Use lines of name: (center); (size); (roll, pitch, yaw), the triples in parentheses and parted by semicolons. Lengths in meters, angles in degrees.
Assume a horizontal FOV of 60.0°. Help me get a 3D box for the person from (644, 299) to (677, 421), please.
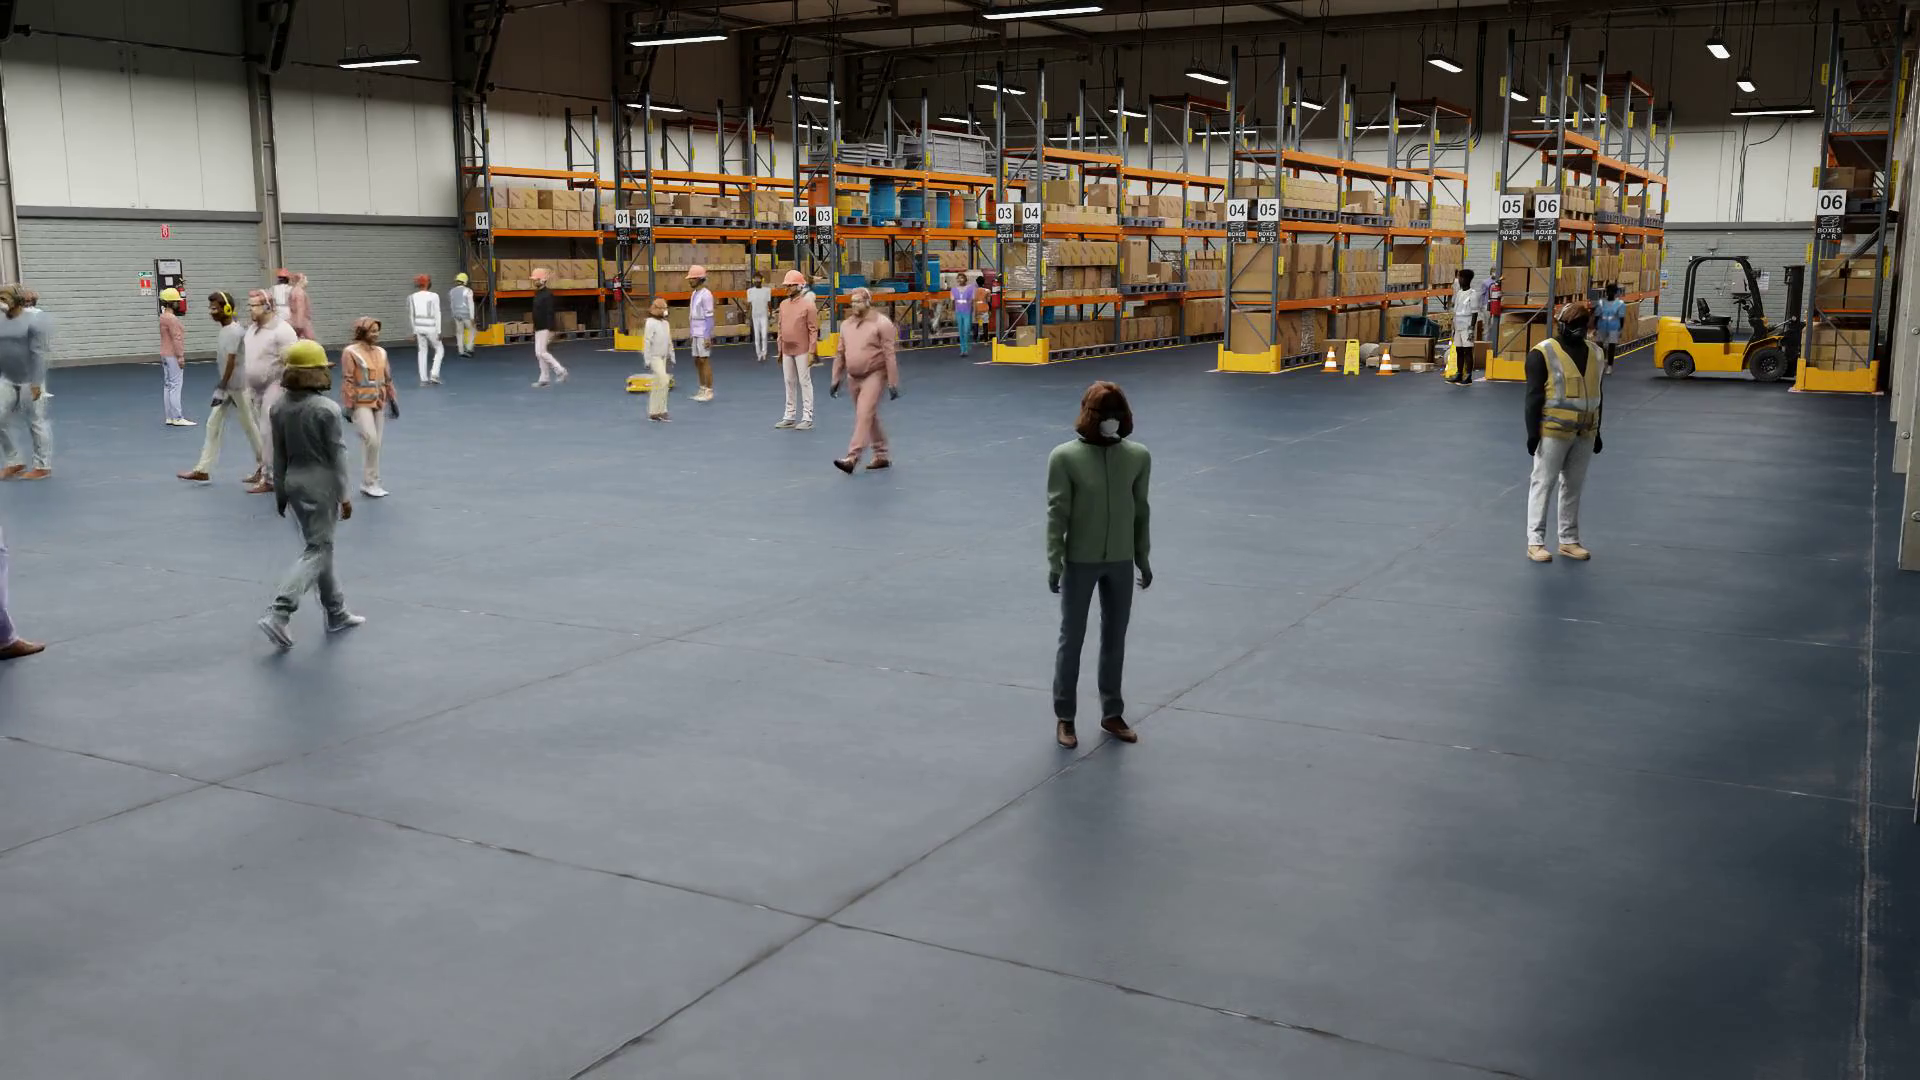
person: (-3.884, -2.358, 21.862); (0.584, 1.610, 0.530); (3, 10, 20)

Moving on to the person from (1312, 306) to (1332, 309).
person: (9.905, -6.489, 45.416); (0.576, 1.830, 0.980); (6, 12, 33)

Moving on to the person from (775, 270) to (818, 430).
person: (-2.067, -2.386, 20.941); (0.609, 1.996, 0.379); (7, 12, 35)

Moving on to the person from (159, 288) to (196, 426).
person: (-10.090, -2.345, 21.372); (0.315, 1.769, 0.525); (-9, 13, -42)

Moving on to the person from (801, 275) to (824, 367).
person: (-3.020, -4.267, 32.477); (0.520, 1.821, 0.770); (8, 13, 39)

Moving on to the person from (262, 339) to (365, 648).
person: (-3.696, -0.271, 9.386); (0.489, 1.716, 0.805); (4, 11, 23)

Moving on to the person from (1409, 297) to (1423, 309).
person: (13.289, -6.937, 48.254); (0.940, 1.784, 0.687); (-2, 10, -9)

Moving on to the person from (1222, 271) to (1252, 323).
person: (5.810, -4.712, 34.866); (0.644, 1.900, 0.999); (4, 11, 24)

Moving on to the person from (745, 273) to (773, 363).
person: (-4.090, -4.497, 33.779); (0.562, 1.819, 0.936); (-1, 10, -3)

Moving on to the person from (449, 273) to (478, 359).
person: (-10.501, -4.752, 35.304); (0.625, 1.815, 0.515); (4, 10, 22)

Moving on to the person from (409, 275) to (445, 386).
person: (-8.919, -3.506, 27.894); (0.593, 1.865, 0.512); (3, 10, 16)

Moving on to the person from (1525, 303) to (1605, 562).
person: (4.335, -0.765, 11.900); (0.633, 1.841, 0.429); (-3, 10, -17)

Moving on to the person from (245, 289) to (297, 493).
person: (-6.366, -1.399, 15.542); (0.647, 1.879, 0.810); (7, 12, 35)

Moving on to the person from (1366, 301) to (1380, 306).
person: (11.311, -6.516, 45.390); (0.643, 1.901, 0.581); (-7, 12, -36)

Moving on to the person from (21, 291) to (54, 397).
person: (-14.317, -3.013, 25.679); (0.515, 1.637, 0.313); (4, 11, 24)

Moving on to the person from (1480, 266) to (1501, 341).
person: (13.048, -5.730, 40.685); (0.635, 1.937, 0.353); (5, 11, 27)

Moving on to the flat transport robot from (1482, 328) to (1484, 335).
flat transport robot: (14.086, -5.813, 46.045); (0.652, 0.197, 1.431); (2, 10, 9)

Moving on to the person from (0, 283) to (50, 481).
person: (-9.097, -1.506, 16.028); (0.630, 1.921, 0.594); (2, 10, 11)

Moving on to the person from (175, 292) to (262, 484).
person: (-7.015, -1.416, 15.753); (0.940, 1.823, 0.504); (-10, 14, -44)

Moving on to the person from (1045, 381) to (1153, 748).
person: (0.620, 0.107, 7.407); (0.507, 1.630, 0.268); (-3, 10, -19)

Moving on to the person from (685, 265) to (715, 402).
person: (-3.860, -3.076, 24.929); (0.422, 2.037, 0.666); (-5, 11, -29)

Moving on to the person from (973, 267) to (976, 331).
person: (0.348, -6.984, 48.209); (0.535, 1.889, 1.014); (1, 10, 3)

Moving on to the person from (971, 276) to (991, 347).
person: (0.498, -5.485, 39.951); (0.537, 1.700, 0.317); (1, 10, 5)

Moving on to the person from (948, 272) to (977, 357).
person: (0.028, -4.842, 35.819); (0.610, 1.817, 0.753); (3, 10, 19)

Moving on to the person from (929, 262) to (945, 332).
person: (-0.676, -6.952, 47.614); (0.633, 2.016, 0.525); (0, 10, 1)

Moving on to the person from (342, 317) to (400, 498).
person: (-5.268, -1.193, 15.000); (0.479, 1.624, 0.548); (4, 10, 21)

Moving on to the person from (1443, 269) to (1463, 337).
person: (13.167, -6.321, 44.390); (0.510, 1.860, 0.333); (2, 10, 11)

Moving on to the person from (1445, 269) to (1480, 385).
person: (8.513, -3.595, 28.101); (0.367, 1.967, 0.604); (-3, 10, -15)

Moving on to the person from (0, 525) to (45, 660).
person: (-5.345, -0.229, 8.669); (0.649, 1.873, 0.897); (4, 11, 23)

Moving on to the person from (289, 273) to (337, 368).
person: (-12.466, -4.144, 31.635); (0.984, 1.849, 0.671); (-7, 12, -35)

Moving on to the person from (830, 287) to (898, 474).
person: (-1.018, -1.598, 16.727); (0.676, 1.850, 0.999); (8, 12, 38)

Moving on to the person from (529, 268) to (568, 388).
person: (-6.888, -3.511, 27.575); (0.496, 1.978, 0.620); (-6, 11, -30)

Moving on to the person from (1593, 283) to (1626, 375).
person: (11.858, -3.852, 30.417); (0.555, 1.679, 0.457); (6, 11, 29)

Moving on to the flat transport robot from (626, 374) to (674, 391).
flat transport robot: (-5.031, -2.566, 27.034); (0.652, 0.197, 1.431); (-1, 10, -5)

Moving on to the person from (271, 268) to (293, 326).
person: (-13.828, -4.617, 34.230); (0.568, 1.913, 0.702); (3, 10, 15)

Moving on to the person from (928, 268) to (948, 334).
person: (-0.644, -6.527, 45.452); (0.596, 1.906, 0.789); (4, 11, 24)
